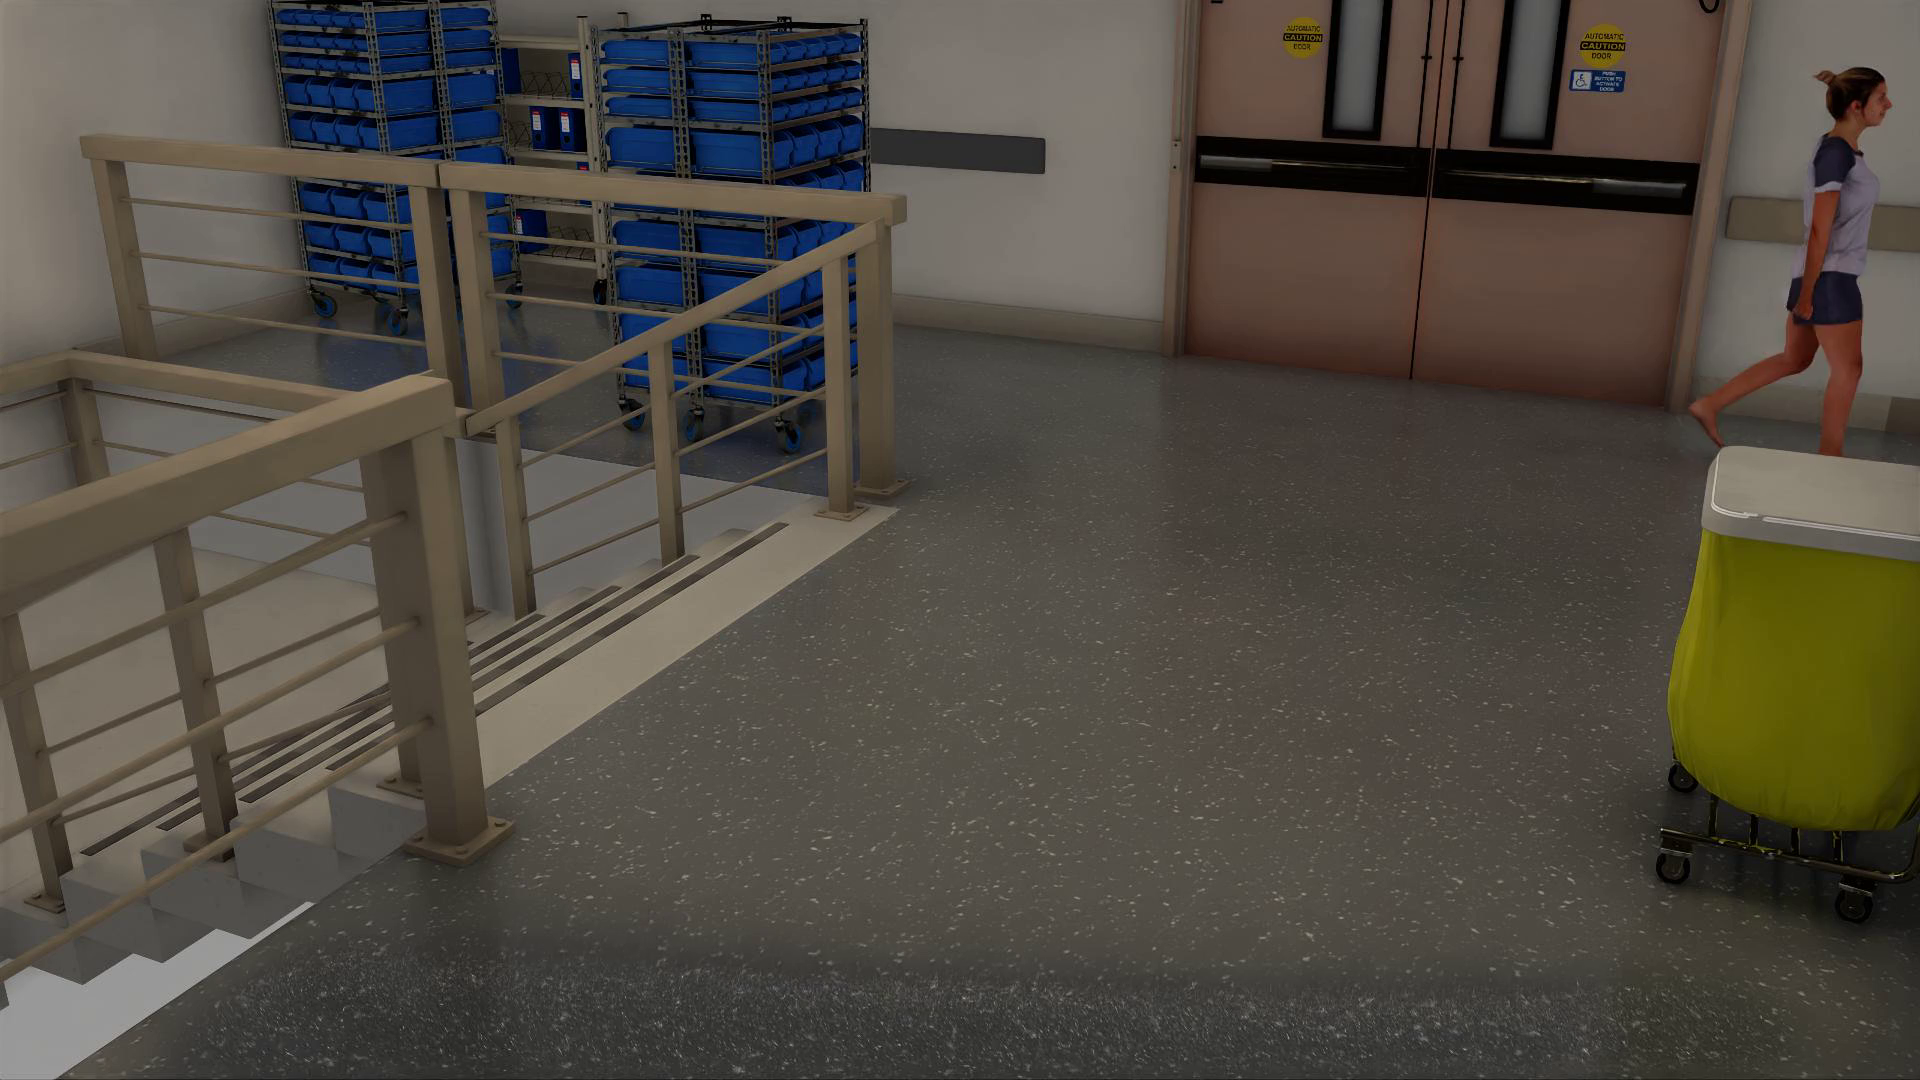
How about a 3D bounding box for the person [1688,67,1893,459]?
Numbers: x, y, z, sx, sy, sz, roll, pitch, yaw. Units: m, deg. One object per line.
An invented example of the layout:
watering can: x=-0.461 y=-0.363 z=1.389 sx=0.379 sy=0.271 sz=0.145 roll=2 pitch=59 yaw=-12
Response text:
person: x=3.383 y=-1.049 z=6.670 sx=0.947 sy=1.598 sz=0.569 roll=9 pitch=22 yaw=22
